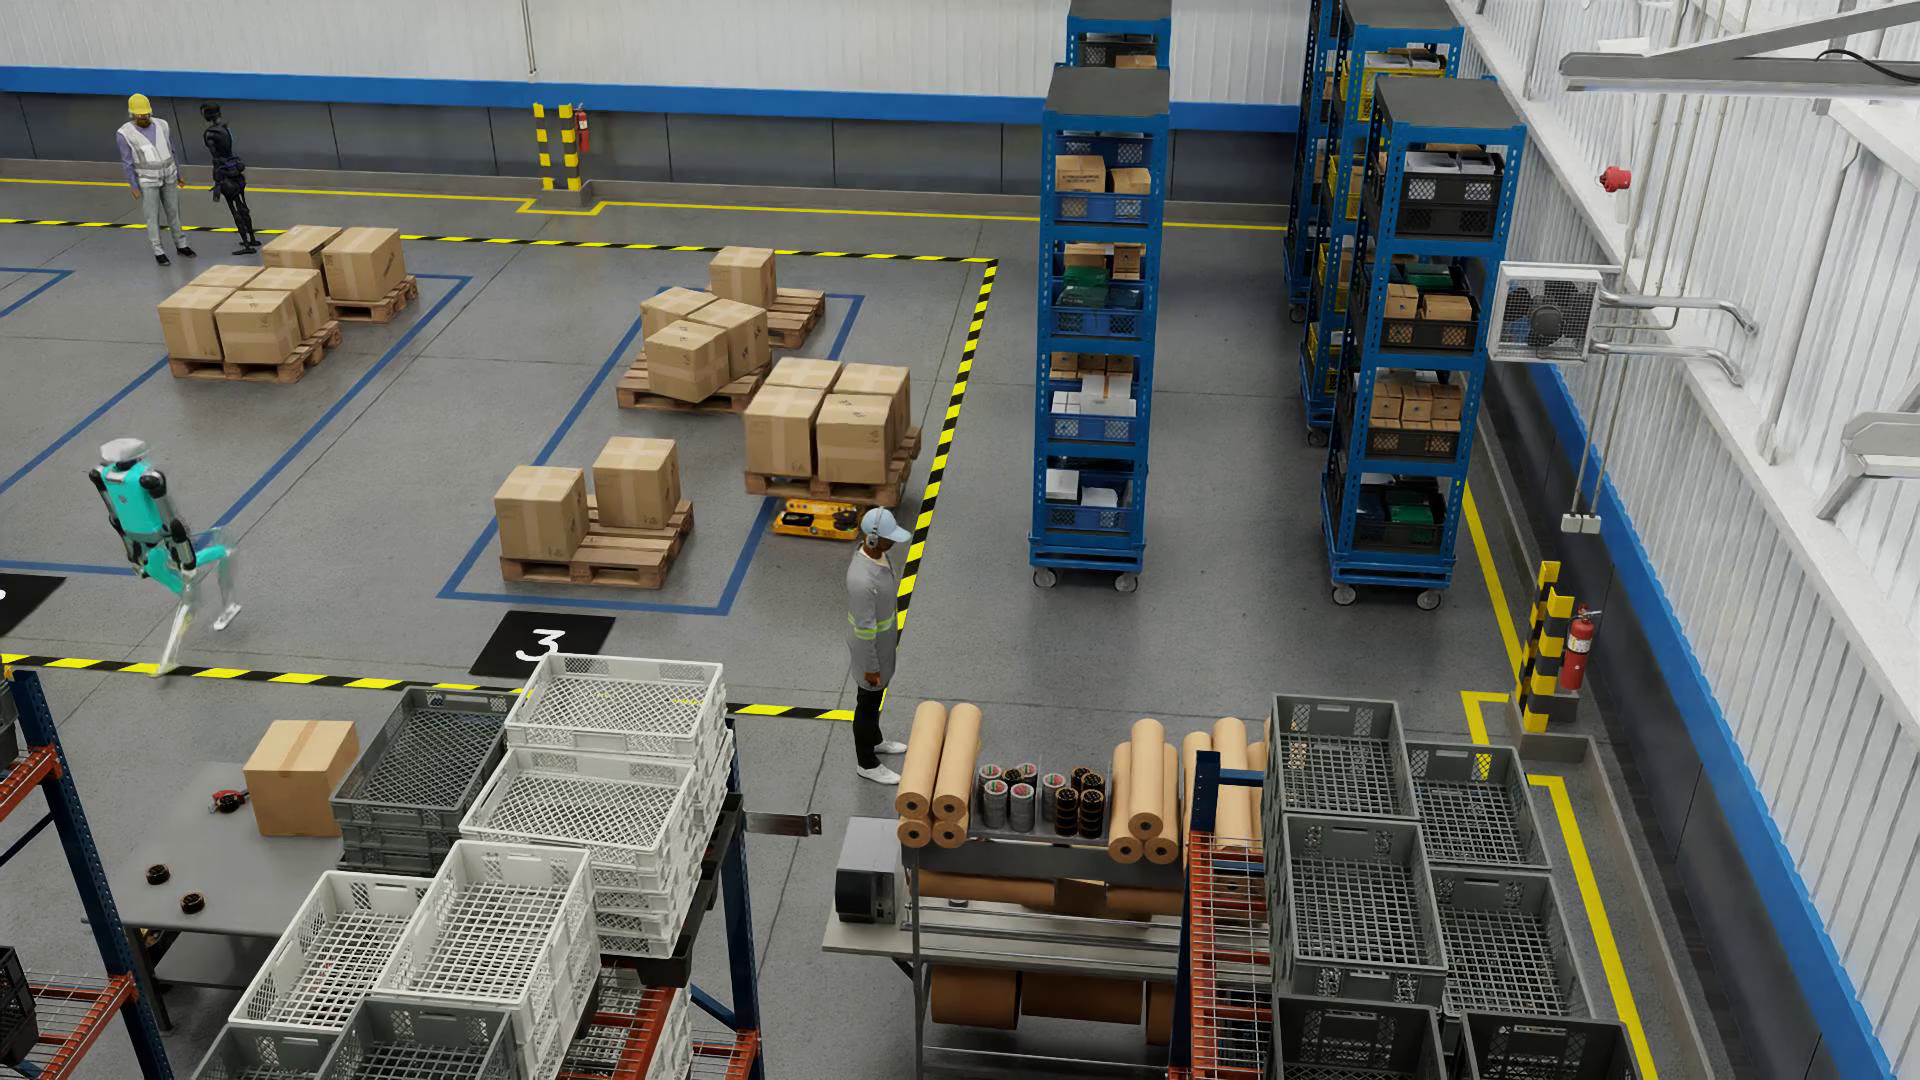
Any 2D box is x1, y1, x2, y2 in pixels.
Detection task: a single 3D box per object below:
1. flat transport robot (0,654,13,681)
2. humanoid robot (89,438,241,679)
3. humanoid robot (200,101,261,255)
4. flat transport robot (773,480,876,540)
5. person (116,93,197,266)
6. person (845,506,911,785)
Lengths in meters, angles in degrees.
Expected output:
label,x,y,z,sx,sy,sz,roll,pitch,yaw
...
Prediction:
label,x,y,z,sx,sy,sz,roll,pitch,yaw
flat transport robot,-7.142,0.969,11.010,1.431,0.231,0.659,3,30,6
humanoid robot,-5.271,0.026,11.225,0.550,1.761,1.064,8,31,14
humanoid robot,-7.926,-3.925,18.002,0.315,1.655,0.599,-1,30,-2
flat transport robot,-1.003,-0.459,13.433,0.652,0.197,1.431,5,31,9
person,-8.571,-3.856,17.743,0.404,1.827,0.599,21,36,31
person,-0.483,0.619,10.040,0.396,1.848,0.587,4,30,6
